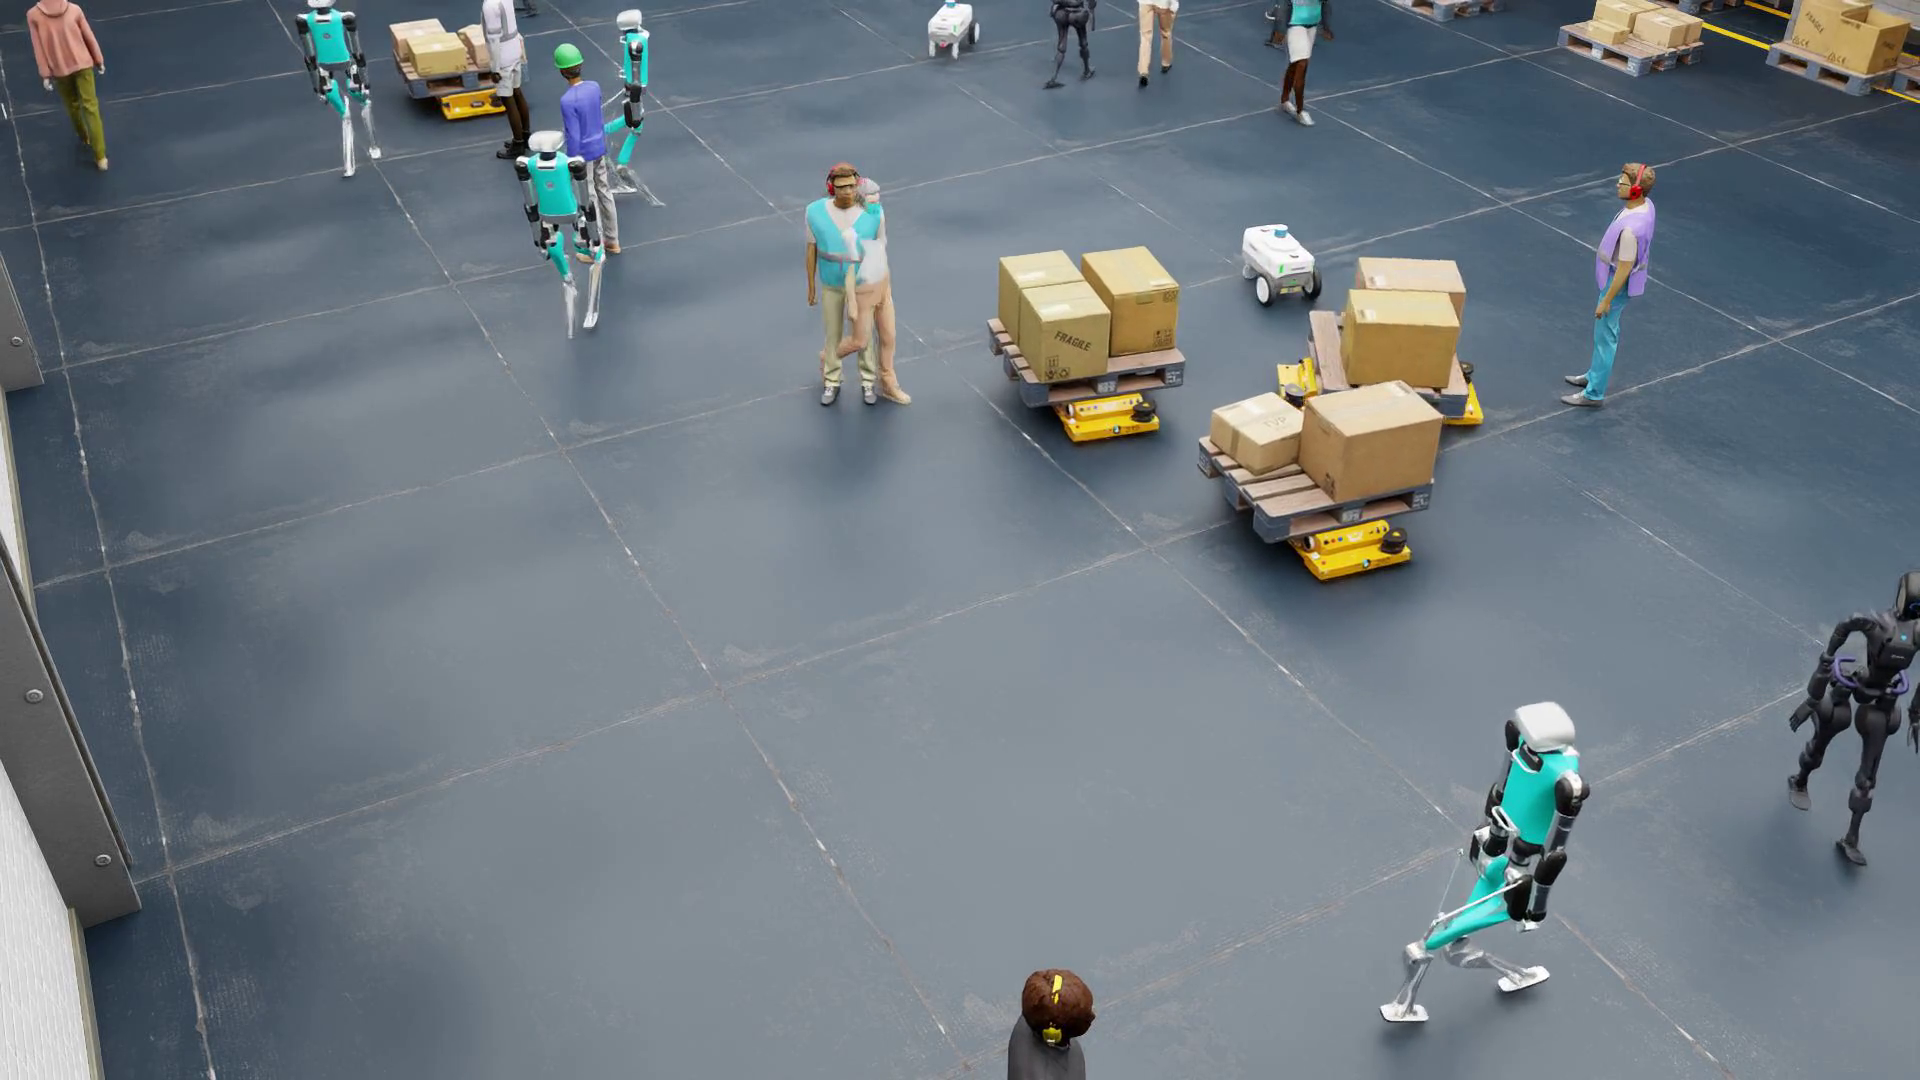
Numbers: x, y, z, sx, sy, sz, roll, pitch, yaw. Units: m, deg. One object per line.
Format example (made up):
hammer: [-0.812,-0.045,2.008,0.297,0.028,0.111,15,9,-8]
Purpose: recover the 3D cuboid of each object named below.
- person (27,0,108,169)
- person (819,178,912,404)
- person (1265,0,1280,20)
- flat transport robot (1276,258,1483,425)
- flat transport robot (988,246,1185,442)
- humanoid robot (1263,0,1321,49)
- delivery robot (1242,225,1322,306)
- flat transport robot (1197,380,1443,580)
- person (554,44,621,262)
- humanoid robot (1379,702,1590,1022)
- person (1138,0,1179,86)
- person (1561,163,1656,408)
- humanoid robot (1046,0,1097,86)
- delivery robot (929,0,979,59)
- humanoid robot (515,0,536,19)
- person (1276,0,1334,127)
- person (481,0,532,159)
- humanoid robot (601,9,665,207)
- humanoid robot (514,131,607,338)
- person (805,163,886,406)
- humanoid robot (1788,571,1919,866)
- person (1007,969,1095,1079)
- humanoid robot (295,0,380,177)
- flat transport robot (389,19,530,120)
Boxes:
person: [-8.454,-4.517,15.836,0.566,1.786,0.948,-16,38,-22]
person: [-0.708,-1.802,12.017,0.699,1.729,0.485,23,41,29]
person: [3.880,-7.002,19.243,0.602,1.958,0.377,-16,38,-21]
flat transport robot: [3.095,-1.115,12.308,1.431,0.231,0.659,3,35,4]
flat transport robot: [0.926,-1.201,12.431,0.659,0.231,1.431,-9,36,-13]
humanoid robot: [3.765,-6.265,18.439,0.624,1.634,0.609,18,39,24]
delivery robot: [2.648,-2.298,13.752,0.523,0.600,0.771,-11,36,-15]
flat transport robot: [2.333,-0.252,11.076,0.659,0.231,1.431,-12,37,-16]
person: [-3.143,-3.226,13.933,0.357,1.867,0.459,17,38,22]
humanoid robot: [2.250,1.500,7.356,1.076,1.766,0.567,-7,36,-10]
person: [2.088,-5.695,17.651,0.468,1.628,0.852,6,35,9]
person: [4.706,-1.814,11.935,0.390,1.842,0.565,14,37,19]
humanoid robot: [1.180,-5.647,17.602,0.609,1.629,0.740,25,42,32]
delivery robot: [-0.105,-5.779,18.705,0.499,0.580,0.757,9,36,13]
humanoid robot: [-5.215,-6.981,19.458,0.306,1.642,0.610,-10,36,-13]
person: [3.506,-5.102,16.562,0.585,1.913,0.801,-22,40,-28]
person: [-4.376,-4.603,15.843,0.384,1.930,0.542,2,35,3]
humanoid robot: [-3.079,-3.827,14.927,0.814,1.805,0.536,-4,35,-6]
humanoid robot: [-3.001,-2.359,12.874,0.540,1.848,0.783,1,35,2]
person: [-0.815,-1.841,11.966,0.569,1.849,0.381,0,35,0]
humanoid robot: [4.521,0.841,8.308,0.599,1.627,0.718,8,36,11]
person: [0.320,2.246,6.111,0.356,1.875,0.491,1,35,2]
humanoid robot: [-5.815,-4.375,15.704,0.544,1.750,0.889,-6,35,-9]
flat transport robot: [-5.227,-4.788,17.552,0.659,0.231,1.431,-15,38,-20]
